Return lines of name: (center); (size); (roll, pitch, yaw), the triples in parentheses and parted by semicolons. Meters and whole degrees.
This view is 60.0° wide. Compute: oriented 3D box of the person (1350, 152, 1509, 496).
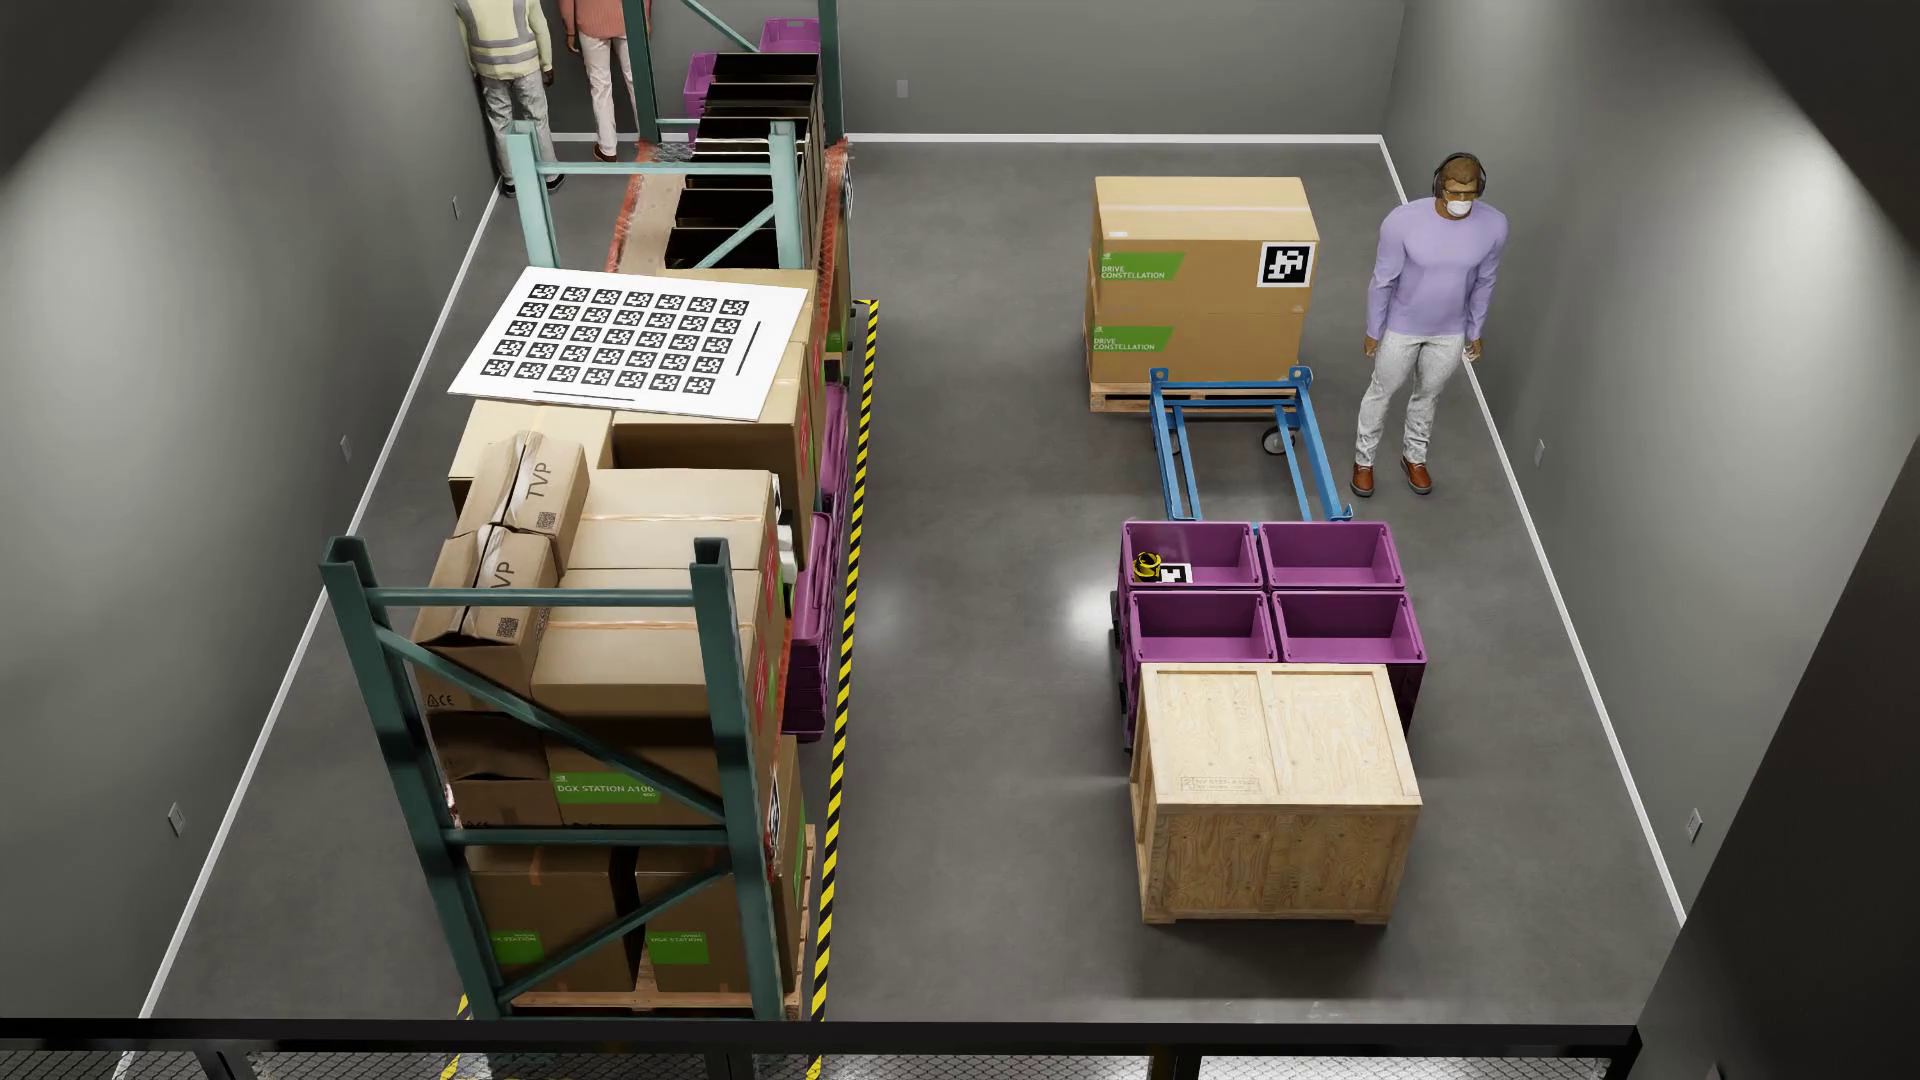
person: (2.329, -1.061, 8.324); (0.627, 1.941, 0.371); (-1, 41, -1)

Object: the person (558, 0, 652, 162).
person: (-2.329, -3.423, 10.975); (0.611, 1.995, 0.380); (-16, 44, -18)

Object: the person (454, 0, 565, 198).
person: (-2.909, -3.077, 10.699); (0.590, 1.837, 0.403); (-5, 42, -6)
